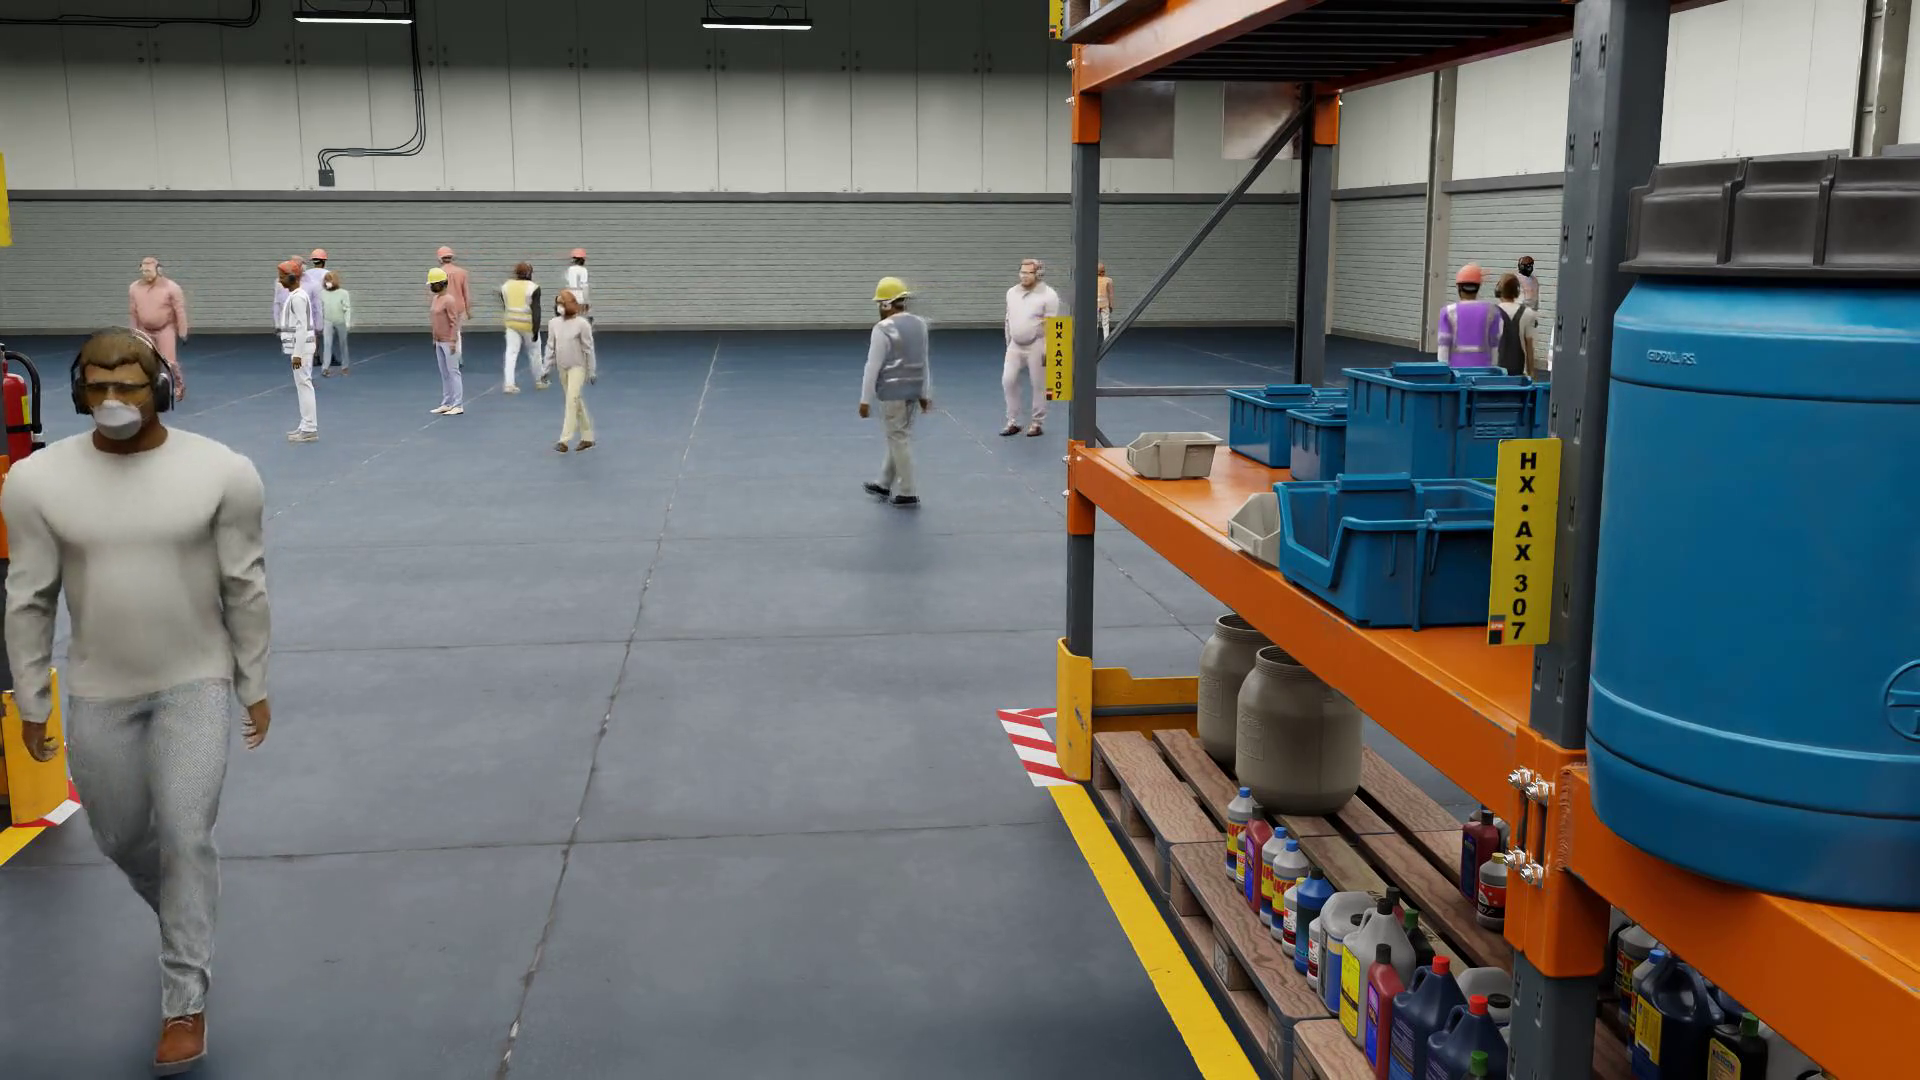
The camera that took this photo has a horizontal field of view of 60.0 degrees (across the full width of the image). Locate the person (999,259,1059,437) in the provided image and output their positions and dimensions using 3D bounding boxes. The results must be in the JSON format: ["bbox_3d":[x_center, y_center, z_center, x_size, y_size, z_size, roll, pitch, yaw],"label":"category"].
[{"bbox_3d":[0.688,-2.026,17.672,0.662,1.885,0.703,6,12,31],"label":"person"}]

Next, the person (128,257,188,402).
[{"bbox_3d":[-10.179,-2.638,21.104,0.653,1.880,0.434,0,10,-3],"label":"person"}]

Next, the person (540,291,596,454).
[{"bbox_3d":[-3.895,-1.644,16.391,0.500,1.597,0.816,6,12,30],"label":"person"}]

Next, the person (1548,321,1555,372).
[{"bbox_3d":[5.907,-1.643,16.283,0.307,1.641,0.512,4,11,23],"label":"person"}]

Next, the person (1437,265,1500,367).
[{"bbox_3d":[4.419,-1.447,14.536,0.561,1.878,1.018,1,10,5],"label":"person"}]

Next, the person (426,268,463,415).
[{"bbox_3d":[-6.202,-2.376,19.980,0.337,1.759,0.524,-9,14,-40],"label":"person"}]

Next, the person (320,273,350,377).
[{"bbox_3d":[-9.560,-3.282,25.415,0.512,1.581,0.874,-1,10,-5],"label":"person"}]

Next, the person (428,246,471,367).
[{"bbox_3d":[-8.225,-3.718,26.720,0.652,1.975,0.548,-8,13,-37],"label":"person"}]

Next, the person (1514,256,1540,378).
[{"bbox_3d":[8.531,-3.369,25.190,0.625,1.844,0.429,-6,12,-31],"label":"person"}]

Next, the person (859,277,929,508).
[{"bbox_3d":[-0.602,-1.166,13.189,0.735,1.805,0.624,8,13,36],"label":"person"}]

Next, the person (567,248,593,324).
[{"bbox_3d":[-7.107,-4.479,31.042,0.568,1.924,0.453,9,13,39],"label":"person"}]

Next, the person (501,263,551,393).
[{"bbox_3d":[-6.020,-2.921,22.918,0.608,1.784,1.005,2,11,12],"label":"person"}]

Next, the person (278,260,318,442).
[{"bbox_3d":[-6.941,-1.977,17.433,0.356,1.887,0.573,-4,11,-23],"label":"person"}]

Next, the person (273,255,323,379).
[{"bbox_3d":[-9.137,-2.998,23.017,0.660,1.889,0.626,0,10,1],"label":"person"}]

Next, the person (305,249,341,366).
[{"bbox_3d":[-10.557,-3.840,27.516,0.552,1.932,0.377,0,10,2],"label":"person"}]

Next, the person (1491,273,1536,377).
[{"bbox_3d":[5.012,-1.543,15.289,0.518,1.815,0.909,0,10,0],"label":"person"}]

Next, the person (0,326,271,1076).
[{"bbox_3d":[-2.179,0.376,4.481,0.639,1.914,0.846,-3,11,-17],"label":"person"}]

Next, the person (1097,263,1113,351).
[{"bbox_3d":[2.604,-4.334,31.032,0.518,1.639,0.312,-1,10,-6],"label":"person"}]
